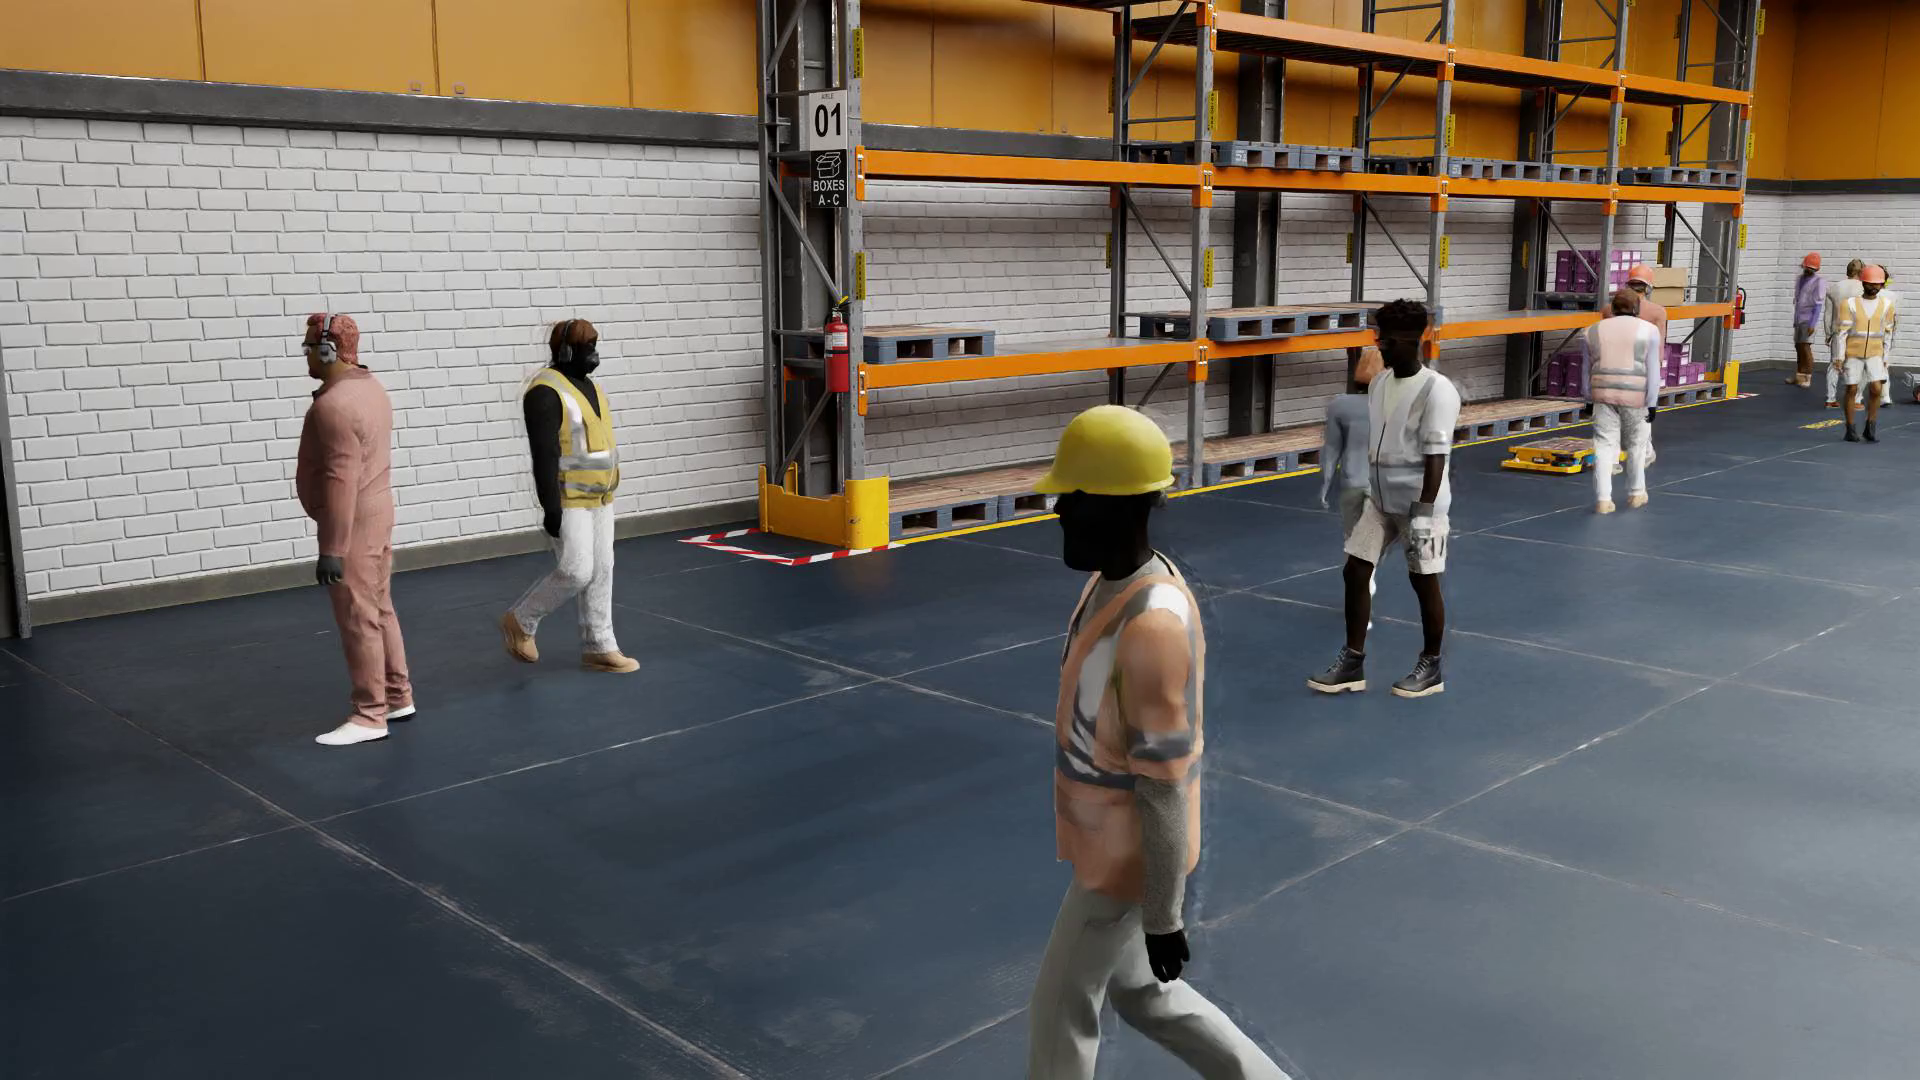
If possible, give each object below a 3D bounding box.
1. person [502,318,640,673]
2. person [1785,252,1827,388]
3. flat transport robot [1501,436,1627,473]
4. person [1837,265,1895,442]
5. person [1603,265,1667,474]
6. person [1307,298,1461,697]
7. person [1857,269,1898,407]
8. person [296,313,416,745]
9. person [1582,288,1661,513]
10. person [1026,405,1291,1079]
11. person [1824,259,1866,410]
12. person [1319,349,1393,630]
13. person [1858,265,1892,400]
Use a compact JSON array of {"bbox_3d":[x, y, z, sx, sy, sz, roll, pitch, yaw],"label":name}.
[{"bbox_3d":[-1.990,-0.212,8.476,0.606,1.830,0.641,3,11,16],"label":"person"},{"bbox_3d":[12.472,-3.247,24.611,0.458,1.993,0.796,-1,10,-5],"label":"person"},{"bbox_3d":[5.880,-0.837,16.135,0.652,0.197,1.431,9,14,42],"label":"flat transport robot"},{"bbox_3d":[9.765,-1.996,17.957,0.557,1.916,0.599,3,11,16],"label":"person"},{"bbox_3d":[6.403,-1.625,15.831,0.626,1.944,0.985,7,13,34],"label":"person"},{"bbox_3d":[2.050,-0.176,7.963,0.802,1.933,0.631,-5,12,-26],"label":"person"},{"bbox_3d":[12.063,-2.662,21.891,0.529,1.818,1.008,1,10,6],"label":"person"},{"bbox_3d":[-2.702,-0.041,7.374,0.434,1.916,0.676,-1,10,-4],"label":"person"},{"bbox_3d":[5.428,-1.146,13.624,0.643,1.806,0.858,7,13,35],"label":"person"},{"bbox_3d":[0.410,0.649,3.607,0.864,1.904,0.593,1,10,3],"label":"person"},{"bbox_3d":[11.416,-2.630,21.365,0.353,1.936,0.635,-7,12,-33],"label":"person"},{"bbox_3d":[2.384,-0.300,9.604,0.534,1.587,0.854,6,12,30],"label":"person"},{"bbox_3d":[12.501,-2.852,22.889,0.550,1.829,0.826,9,13,39],"label":"person"}]
